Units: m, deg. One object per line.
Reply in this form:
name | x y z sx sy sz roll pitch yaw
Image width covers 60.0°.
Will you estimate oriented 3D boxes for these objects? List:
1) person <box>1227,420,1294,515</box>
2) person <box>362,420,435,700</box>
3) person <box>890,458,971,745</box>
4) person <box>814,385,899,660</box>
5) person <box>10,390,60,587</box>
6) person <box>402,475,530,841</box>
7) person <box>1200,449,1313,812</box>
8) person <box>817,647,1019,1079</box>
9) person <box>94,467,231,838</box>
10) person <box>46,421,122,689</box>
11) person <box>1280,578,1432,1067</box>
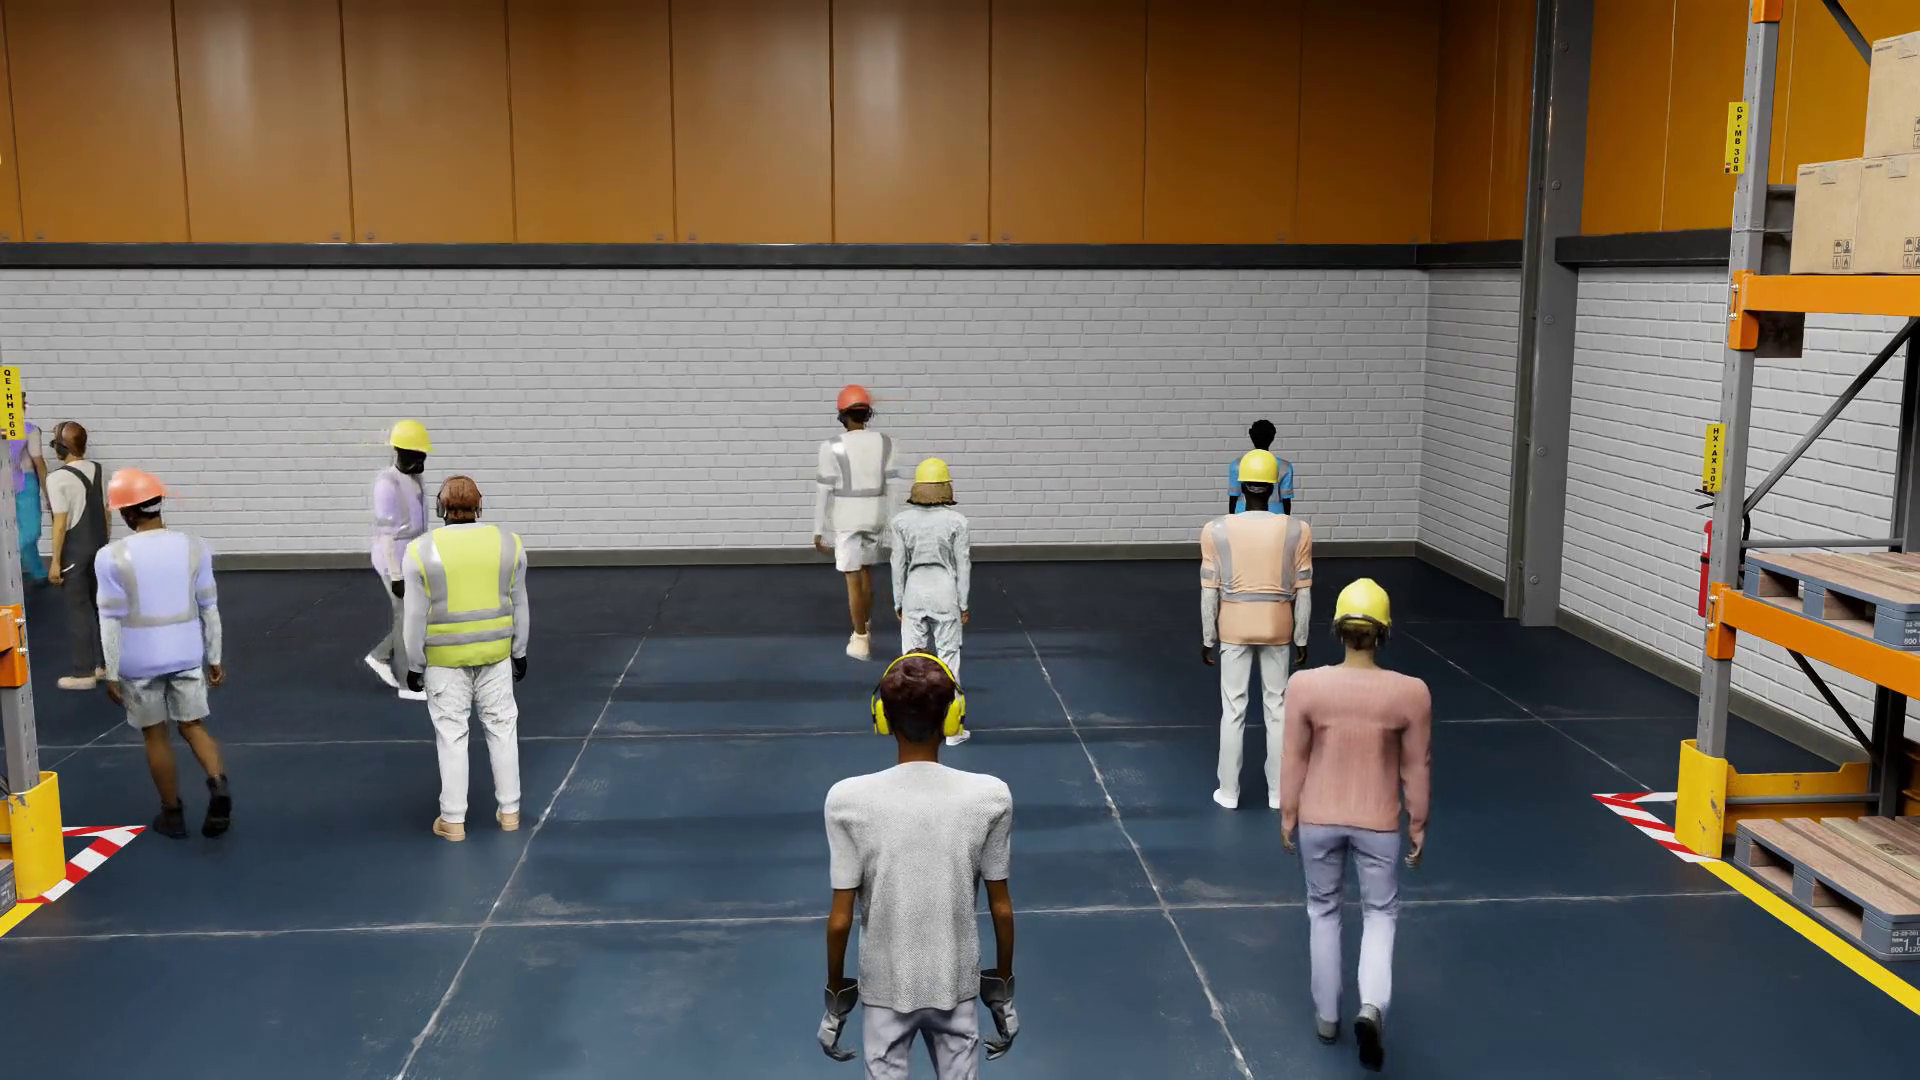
person | 2.395 -0.117 13.295 0.530 1.689 0.321 0 9 3
person | -3.703 0.144 11.011 0.572 1.898 0.597 1 9 7
person | -0.172 0.374 10.052 0.487 1.740 0.312 2 9 11
person | -0.814 -0.141 12.380 0.636 2.025 0.686 -5 10 -29
person | -8.450 -0.439 14.885 0.579 1.824 0.781 3 10 18
person | -2.488 0.587 8.395 0.633 1.842 0.429 -6 11 -32
person | 1.553 0.484 8.777 0.586 1.927 0.364 1 9 5
person | -0.110 1.210 4.411 0.538 1.866 0.312 -1 9 -8
person | -3.906 0.589 8.190 0.557 1.908 0.654 -8 12 -42
person | -6.033 0.102 11.430 0.333 1.845 0.512 3 9 16
person | 1.404 1.023 5.960 0.533 1.753 0.581 2 9 14
